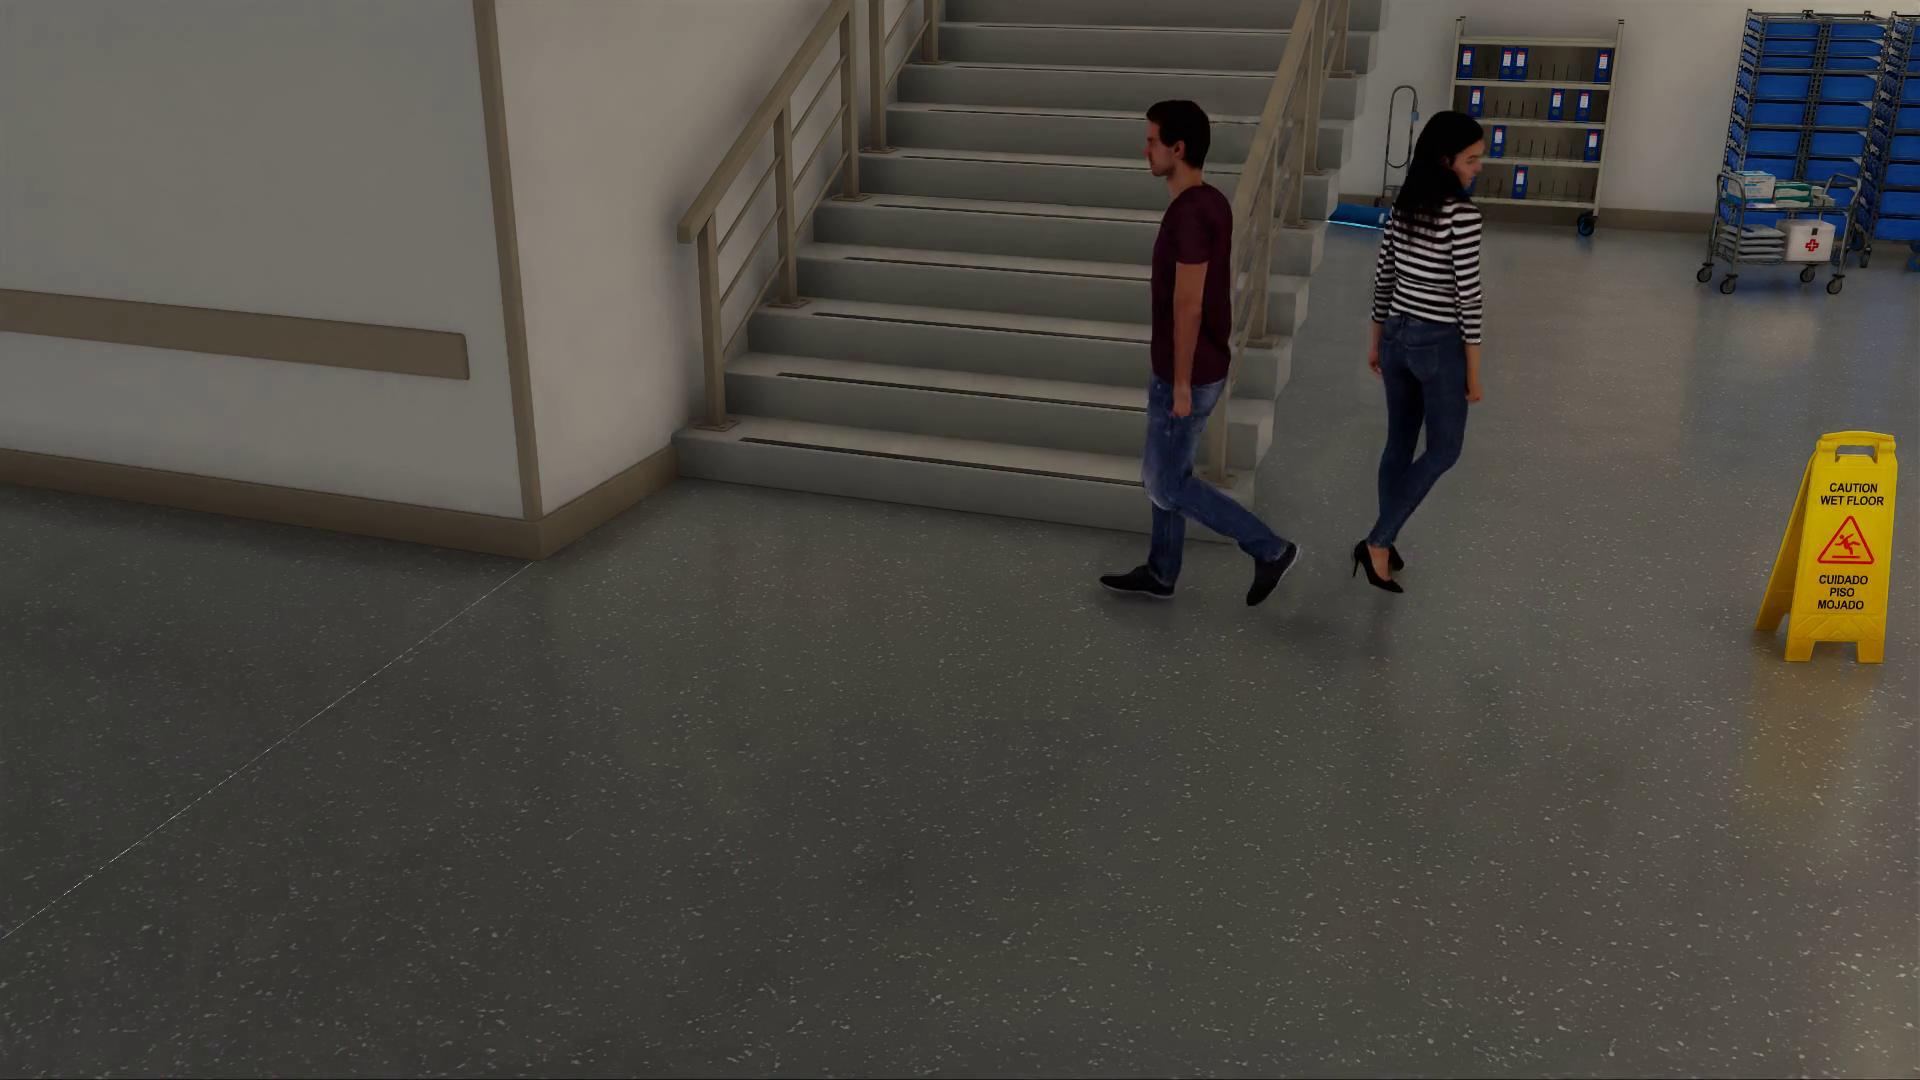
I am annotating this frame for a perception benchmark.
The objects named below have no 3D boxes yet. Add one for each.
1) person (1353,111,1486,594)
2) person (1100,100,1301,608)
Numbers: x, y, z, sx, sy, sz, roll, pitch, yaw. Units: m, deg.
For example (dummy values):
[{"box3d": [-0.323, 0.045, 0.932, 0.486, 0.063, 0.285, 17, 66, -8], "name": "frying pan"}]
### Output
[{"box3d": [1.663, -0.627, 6.015, 0.861, 1.779, 0.815, -17, 27, -38], "name": "person"}, {"box3d": [0.887, -0.603, 5.882, 0.799, 1.829, 0.936, 5, 21, 12], "name": "person"}]
